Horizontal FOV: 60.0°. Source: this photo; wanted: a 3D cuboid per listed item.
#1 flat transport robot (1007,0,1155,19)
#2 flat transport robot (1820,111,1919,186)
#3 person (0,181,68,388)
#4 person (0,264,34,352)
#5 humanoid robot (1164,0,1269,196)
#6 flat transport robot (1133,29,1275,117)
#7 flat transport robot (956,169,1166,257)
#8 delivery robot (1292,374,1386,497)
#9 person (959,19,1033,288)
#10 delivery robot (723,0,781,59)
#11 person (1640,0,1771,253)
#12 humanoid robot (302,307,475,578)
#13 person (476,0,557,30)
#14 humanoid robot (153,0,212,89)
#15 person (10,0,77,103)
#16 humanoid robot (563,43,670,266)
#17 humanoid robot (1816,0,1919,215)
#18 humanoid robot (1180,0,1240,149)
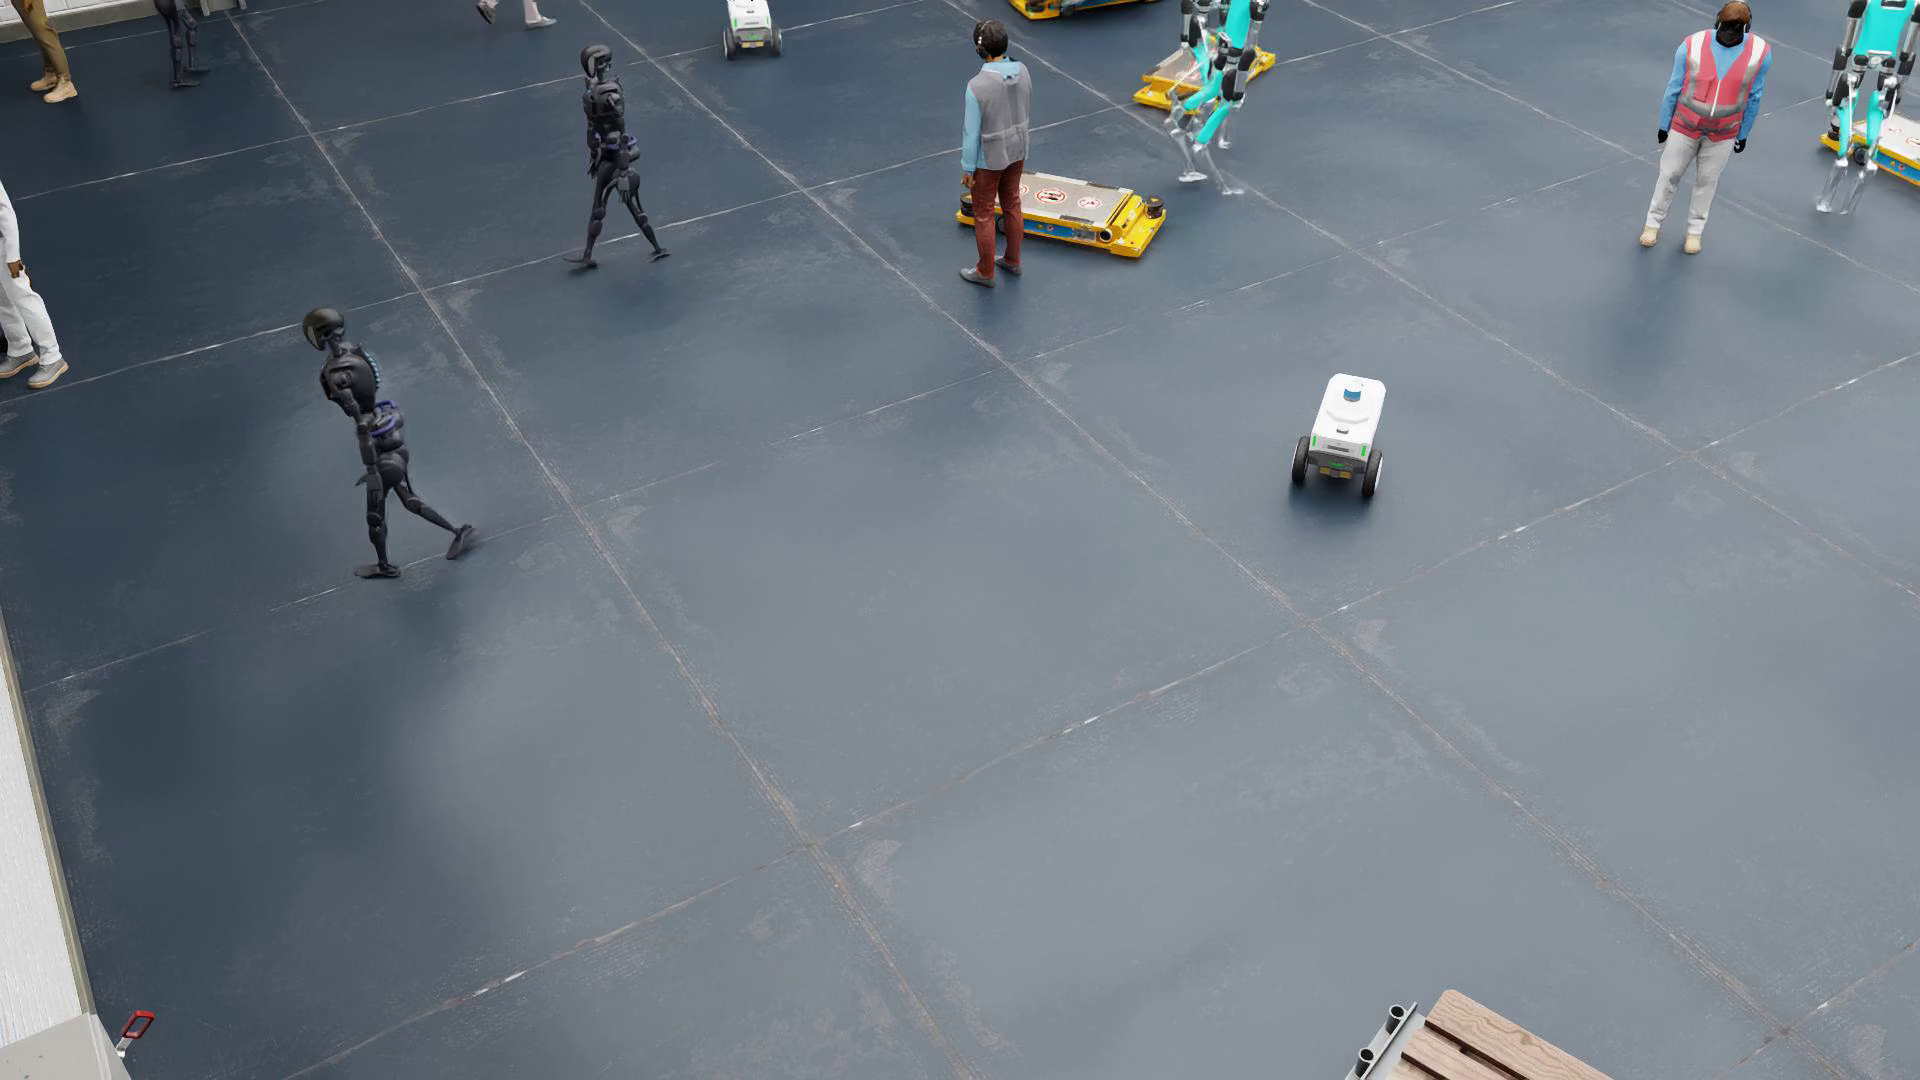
[{"bbox_3d":[1.184,-5.278,15.952,1.431,0.231,0.659,-15,41,-18],"label":"flat transport robot"},{"bbox_3d":[7.583,-2.990,13.064,0.659,0.231,1.431,-18,42,-21],"label":"flat transport robot"},{"bbox_3d":[-6.030,-1.822,10.293,0.573,1.882,0.357,16,41,19],"label":"person"},{"bbox_3d":[-6.339,-2.099,10.607,0.370,1.927,0.543,2,38,2],"label":"person"},{"bbox_3d":[1.832,-3.410,12.432,0.791,1.784,0.532,-7,39,-9],"label":"humanoid robot"},{"bbox_3d":[2.129,-4.038,14.386,0.659,0.231,1.431,22,43,26],"label":"flat transport robot"},{"bbox_3d":[0.754,-2.451,12.384,1.431,0.231,0.659,15,41,18],"label":"flat transport robot"},{"bbox_3d":[2.290,-0.640,9.884,0.499,0.614,0.808,13,40,15],"label":"delivery robot"},{"bbox_3d":[0.249,-2.585,11.265,0.543,1.870,0.417,-28,46,-30],"label":"person"},{"bbox_3d":[-1.898,-4.686,14.985,0.499,0.608,0.799,-7,39,-9],"label":"delivery robot"},{"bbox_3d":[5.231,-2.896,11.693,0.629,1.836,0.431,12,40,15],"label":"person"},{"bbox_3d":[-3.041,-0.510,8.838,0.662,1.611,0.621,-10,40,-12],"label":"humanoid robot"},{"bbox_3d":[-4.086,-5.454,14.916,0.612,1.823,0.581,-24,44,-28],"label":"person"},{"bbox_3d":[-6.719,-4.662,14.038,0.421,1.643,0.589,-24,44,-27],"label":"humanoid robot"},{"bbox_3d":[-7.766,-4.544,13.819,0.378,1.767,0.521,-25,45,-28],"label":"person"},{"bbox_3d":[-2.435,-2.600,11.466,0.739,1.630,0.591,-24,44,-28],"label":"humanoid robot"},{"bbox_3d":[6.612,-3.174,12.142,0.543,1.803,0.701,9,39,11],"label":"humanoid robot"},{"bbox_3d":[2.047,-3.903,13.067,0.536,1.810,0.775,-11,40,-14],"label":"humanoid robot"}]
